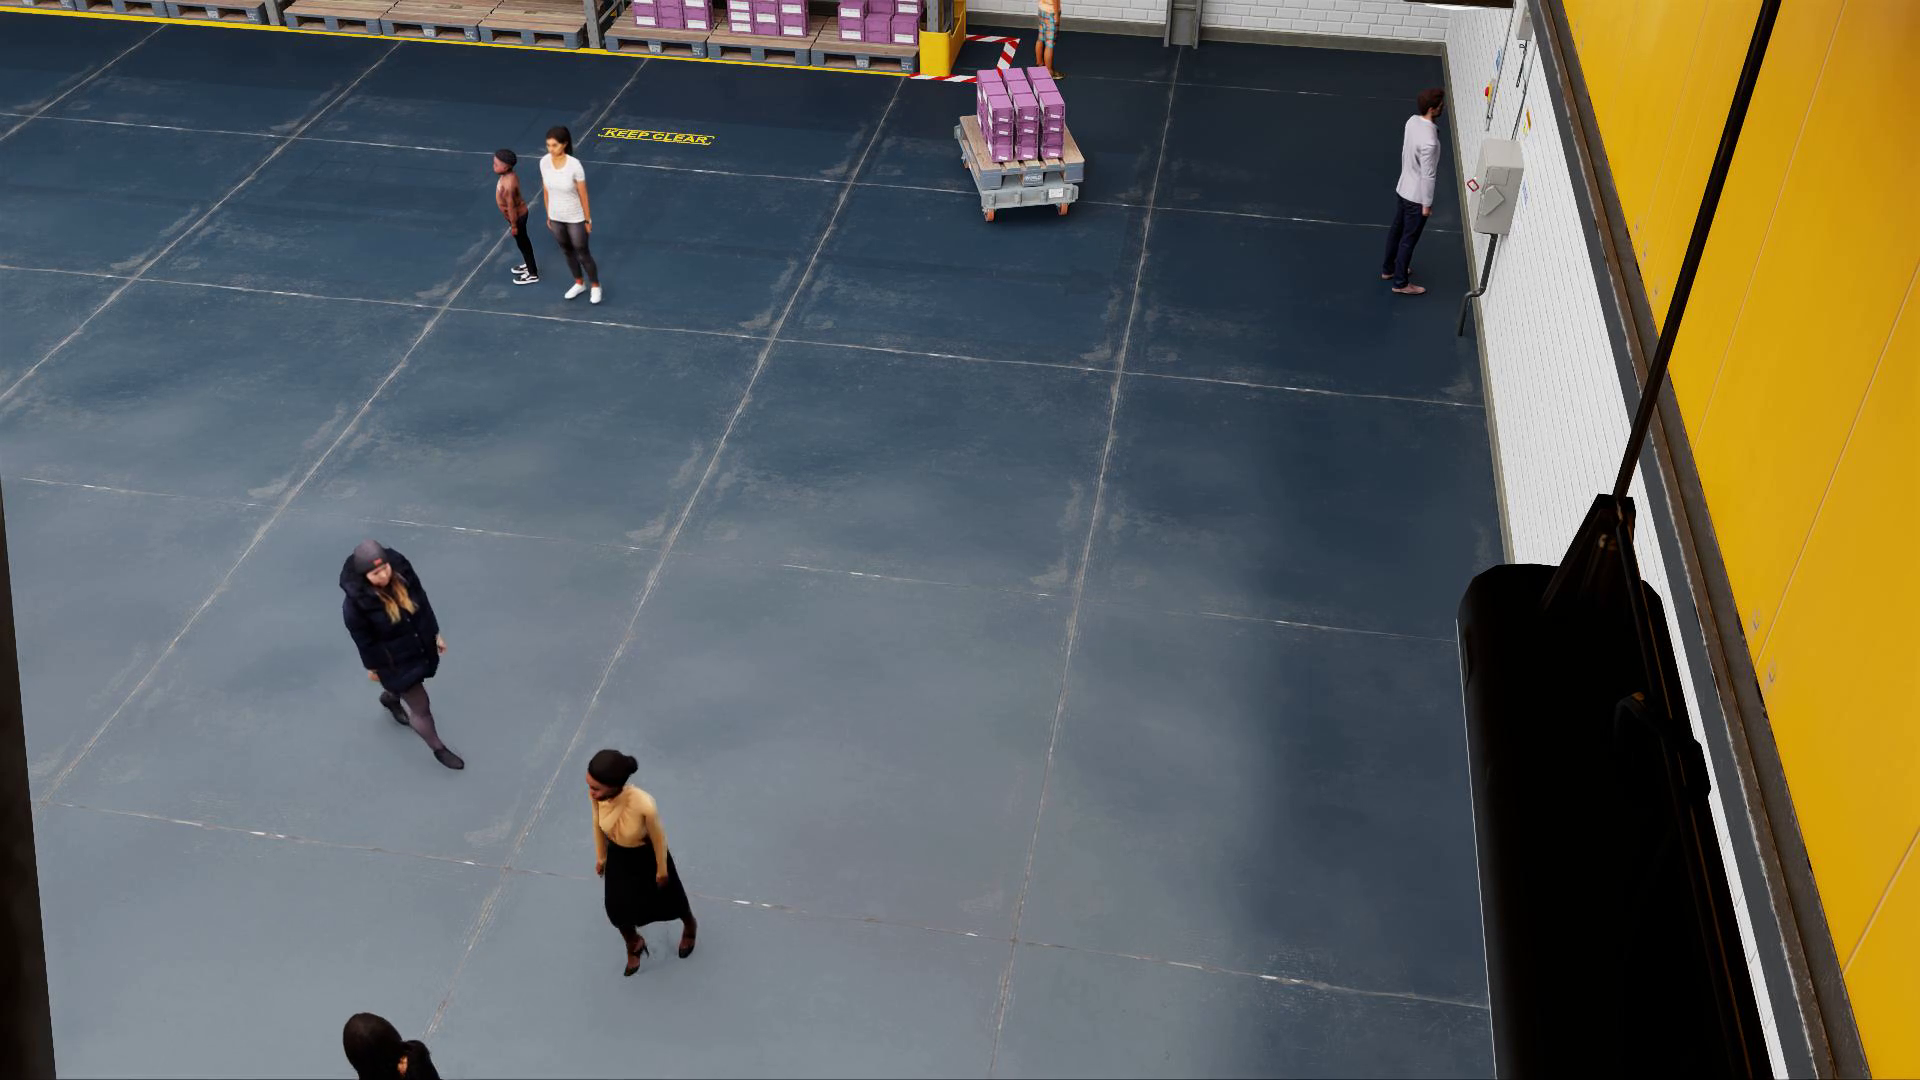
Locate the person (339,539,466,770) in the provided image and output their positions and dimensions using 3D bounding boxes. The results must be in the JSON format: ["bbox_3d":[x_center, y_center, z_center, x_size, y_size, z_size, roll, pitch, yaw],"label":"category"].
[{"bbox_3d":[-3.417,0.634,10.045,1.144,1.650,0.905,21,43,24],"label":"person"}]

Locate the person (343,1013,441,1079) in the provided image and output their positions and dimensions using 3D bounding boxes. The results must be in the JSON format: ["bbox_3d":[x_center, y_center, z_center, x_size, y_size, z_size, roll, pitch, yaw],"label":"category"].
[{"bbox_3d":[-2.415,2.694,7.473,0.765,1.640,0.711,24,44,27],"label":"person"}]

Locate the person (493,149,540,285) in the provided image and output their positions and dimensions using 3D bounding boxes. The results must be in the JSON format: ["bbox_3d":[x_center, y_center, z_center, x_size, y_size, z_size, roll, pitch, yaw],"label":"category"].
[{"bbox_3d":[-3.936,-2.888,14.774,0.582,1.252,0.576,-9,40,-11],"label":"person"}]

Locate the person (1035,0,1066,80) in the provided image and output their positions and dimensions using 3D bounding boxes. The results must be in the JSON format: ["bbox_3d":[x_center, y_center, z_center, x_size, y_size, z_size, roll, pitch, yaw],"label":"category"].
[{"bbox_3d":[0.975,-5.821,18.279,0.638,1.461,0.606,-16,41,-19],"label":"person"}]

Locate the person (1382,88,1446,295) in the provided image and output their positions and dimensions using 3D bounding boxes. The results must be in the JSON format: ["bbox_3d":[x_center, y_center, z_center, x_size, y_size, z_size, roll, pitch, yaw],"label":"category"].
[{"bbox_3d":[3.964,-3.056,14.502,0.695,1.853,0.746,-5,39,-6],"label":"person"}]

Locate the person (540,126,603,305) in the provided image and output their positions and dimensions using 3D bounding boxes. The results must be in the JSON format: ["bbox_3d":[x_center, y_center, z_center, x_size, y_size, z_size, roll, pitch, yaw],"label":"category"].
[{"bbox_3d":[-3.369,-2.808,14.364,0.530,1.638,0.673,14,41,17],"label":"person"}]

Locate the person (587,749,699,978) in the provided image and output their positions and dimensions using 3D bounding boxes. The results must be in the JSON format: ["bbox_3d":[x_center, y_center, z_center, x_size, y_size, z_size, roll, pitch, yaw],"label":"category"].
[{"bbox_3d":[-1.671,1.658,8.779,0.623,1.628,0.680,6,39,7],"label":"person"}]
